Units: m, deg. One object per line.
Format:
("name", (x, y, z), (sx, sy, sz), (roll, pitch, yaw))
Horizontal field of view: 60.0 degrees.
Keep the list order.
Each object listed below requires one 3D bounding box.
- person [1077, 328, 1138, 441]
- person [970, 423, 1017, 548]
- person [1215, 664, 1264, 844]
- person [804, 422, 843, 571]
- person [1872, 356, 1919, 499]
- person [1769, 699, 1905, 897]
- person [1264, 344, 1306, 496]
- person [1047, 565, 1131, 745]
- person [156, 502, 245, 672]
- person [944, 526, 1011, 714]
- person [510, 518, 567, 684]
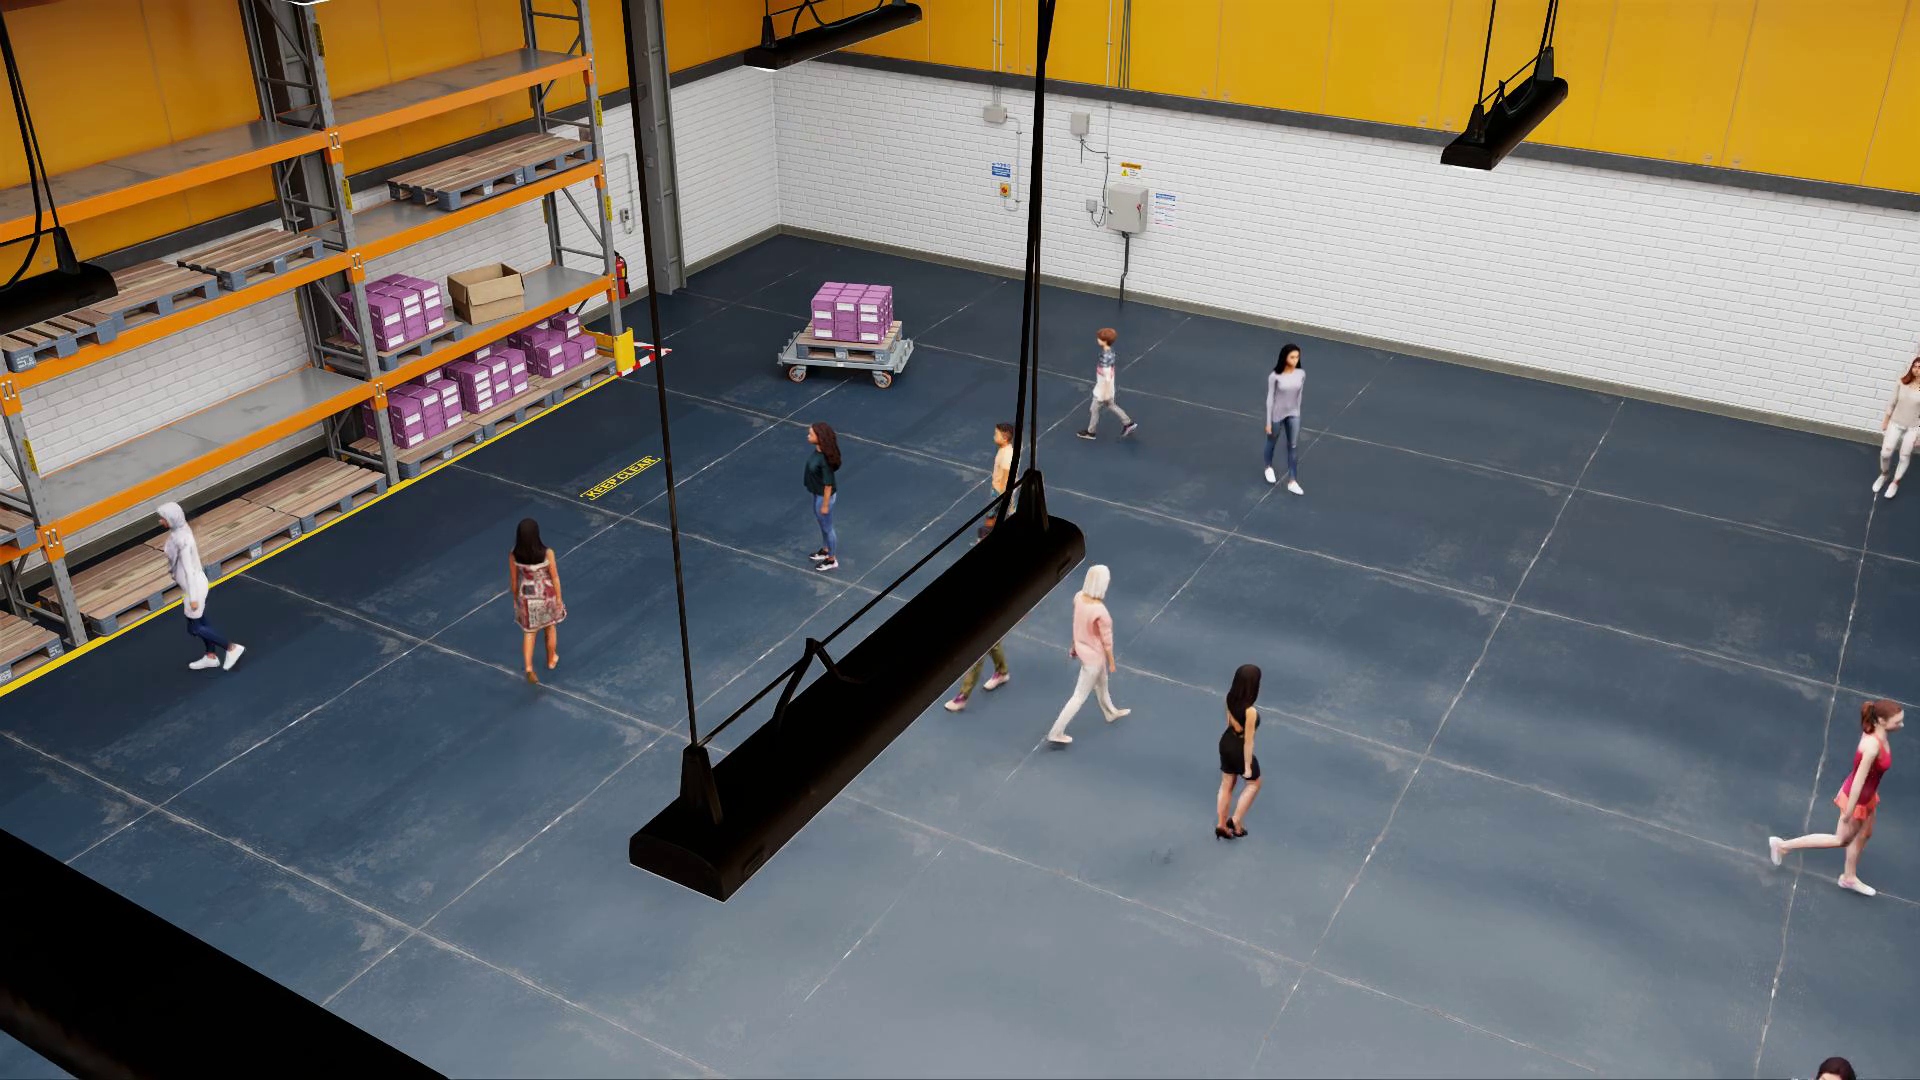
("person", (1.804, -1.846, 19.855), (0.760, 1.419, 0.931), (7, 29, 12))
("person", (0.528, -0.539, 17.436), (0.985, 1.440, 0.941), (-7, 29, -12))
("person", (2.116, 1.714, 13.099), (0.733, 1.638, 0.696), (-13, 31, -22))
("person", (-1.403, -0.467, 17.120), (0.774, 1.617, 0.715), (-8, 30, -14))
("person", (10.583, -1.296, 18.560), (0.663, 1.693, 0.653), (22, 35, 34))
("person", (6.717, 1.929, 12.609), (0.597, 1.730, 0.949), (15, 32, 26))
("person", (3.598, -1.426, 18.782), (0.983, 1.708, 1.063), (-5, 29, -9))
("person", (1.059, 1.021, 14.325), (1.225, 1.680, 1.005), (-15, 32, -25))
("person", (-7.000, 0.432, 15.308), (0.914, 1.773, 0.854), (-11, 30, -19))
("person", (0.292, 0.638, 14.937), (1.230, 1.767, 0.919), (-23, 36, -36))
("person", (-3.879, 0.572, 15.202), (0.910, 1.629, 1.052), (0, 29, -1))
